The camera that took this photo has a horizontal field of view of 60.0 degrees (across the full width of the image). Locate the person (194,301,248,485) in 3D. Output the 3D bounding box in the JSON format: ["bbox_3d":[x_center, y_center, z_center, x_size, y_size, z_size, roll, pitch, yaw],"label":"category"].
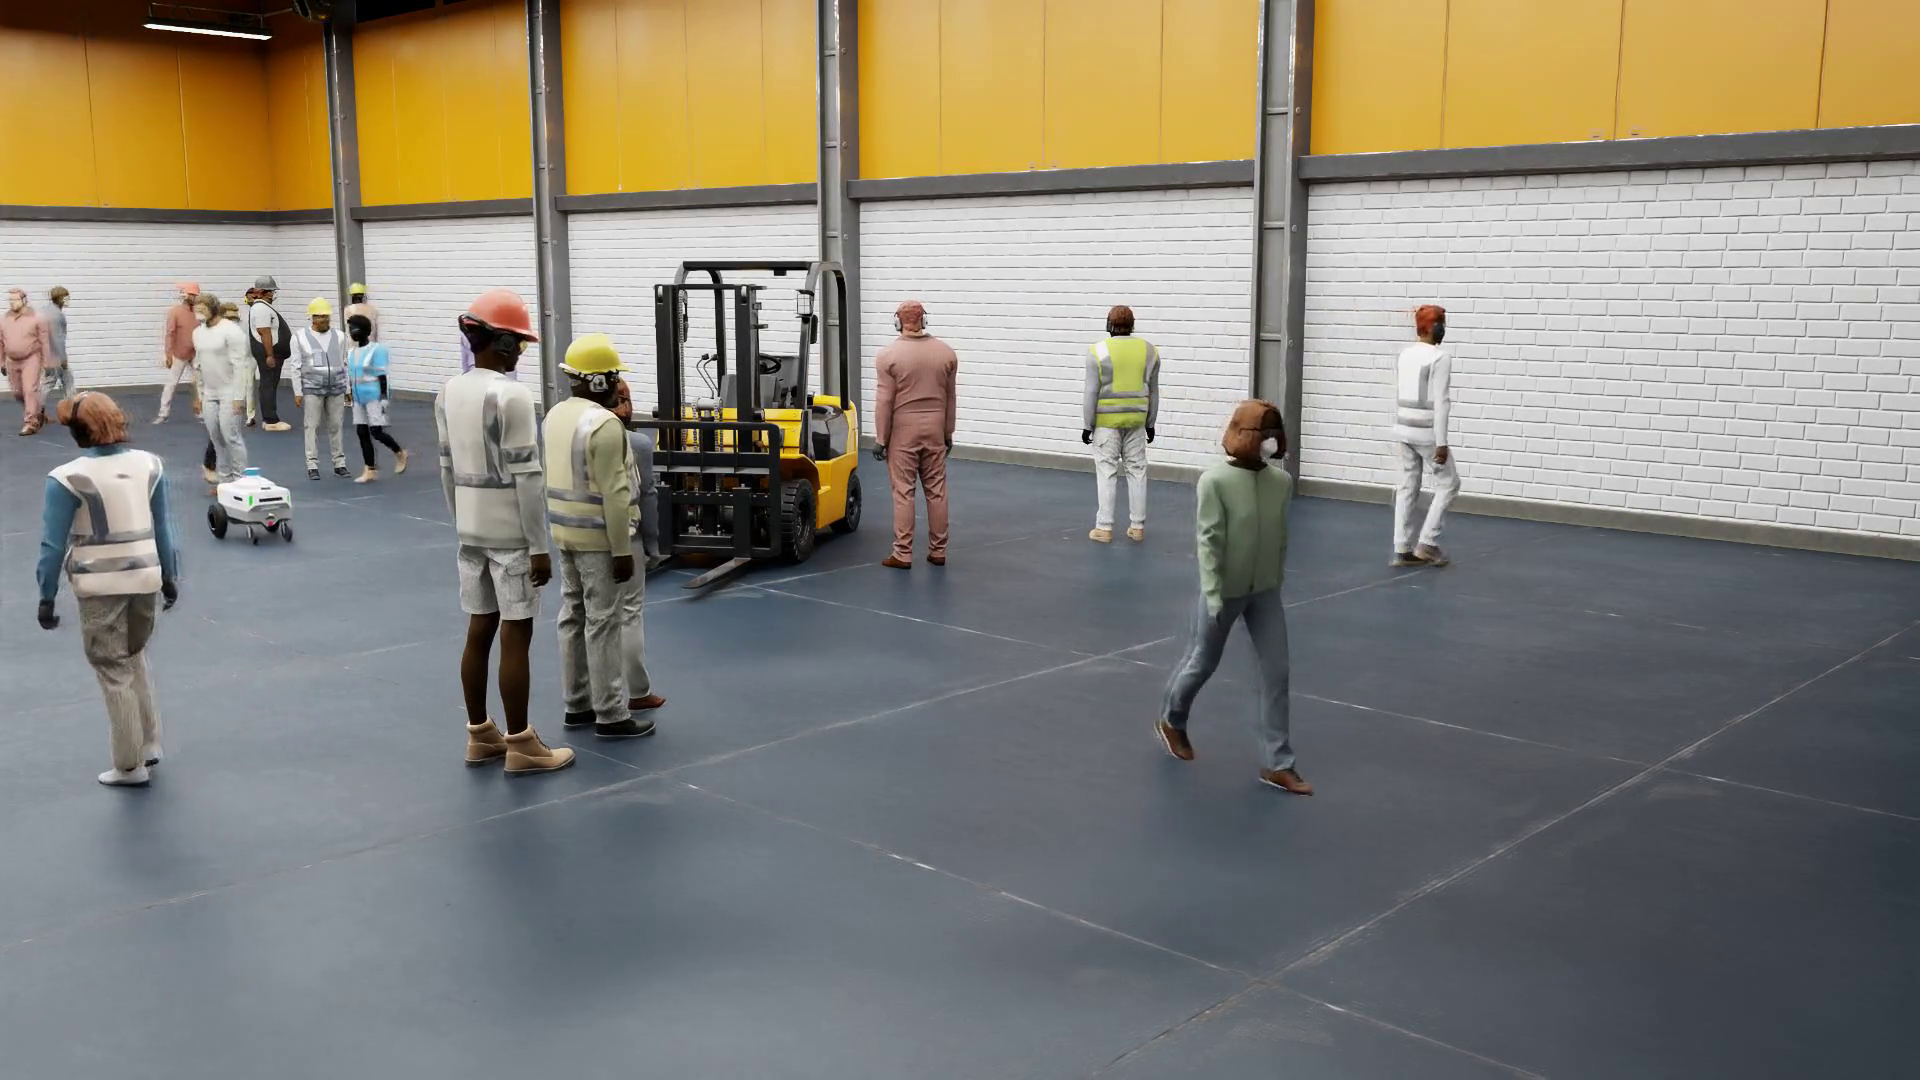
[{"bbox_3d":[-7.071,-1.379,15.972,0.457,1.812,0.533,6,11,33],"label":"person"}]

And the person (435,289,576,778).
[{"bbox_3d":[-1.916,-0.026,6.986,0.606,2.037,0.382,7,12,39],"label":"person"}]

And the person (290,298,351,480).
[{"bbox_3d":[-6.427,-1.524,16.796,0.600,1.829,0.404,-7,12,-38],"label":"person"}]

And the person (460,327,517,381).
[{"bbox_3d":[-4.486,-1.432,16.018,0.643,1.905,0.400,6,11,32],"label":"person"}]

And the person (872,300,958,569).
[{"bbox_3d":[-0.332,-0.743,11.799,0.636,1.902,0.406,-5,11,-28],"label":"person"}]

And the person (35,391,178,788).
[{"bbox_3d":[-3.507,0.205,6.784,0.478,1.623,0.548,4,10,25],"label":"person"}]

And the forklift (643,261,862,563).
[{"bbox_3d":[-1.552,-1.040,12.721,1.214,2.155,2.313,2,9,11],"label":"forklift"}]

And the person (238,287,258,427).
[{"bbox_3d":[-9.450,-2.454,22.376,0.520,1.874,0.327,-3,10,-15],"label":"person"}]

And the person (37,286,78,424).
[{"bbox_3d":[-12.258,-2.509,22.669,0.932,1.883,0.650,-4,10,-25],"label":"person"}]

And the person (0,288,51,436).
[{"bbox_3d":[-12.024,-2.301,21.414,0.653,1.884,0.776,0,9,0],"label":"person"}]

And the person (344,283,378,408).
[{"bbox_3d":[-9.142,-2.933,25.229,0.825,1.892,0.628,6,11,34],"label":"person"}]

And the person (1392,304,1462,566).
[{"bbox_3d":[3.341,-0.733,11.823,0.521,1.865,0.618,-4,10,-22],"label":"person"}]

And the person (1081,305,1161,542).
[{"bbox_3d":[1.237,-0.904,12.962,0.637,1.842,0.429,-3,10,-17],"label":"person"}]

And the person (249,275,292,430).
[{"bbox_3d":[-9.075,-2.470,21.956,0.538,2.000,0.687,-5,10,-26],"label":"person"}]

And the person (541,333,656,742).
[{"bbox_3d":[-1.647,-0.013,7.527,0.404,1.834,0.592,-8,12,-40],"label":"person"}]

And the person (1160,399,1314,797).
[{"bbox_3d":[1.142,0.202,6.922,0.491,1.600,0.829,-4,10,-25],"label":"person"}]

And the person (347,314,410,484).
[{"bbox_3d":[-5.804,-1.401,16.504,0.540,1.679,0.515,5,11,30],"label":"person"}]

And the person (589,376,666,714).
[{"bbox_3d":[-1.669,0.018,7.949,0.499,1.633,0.289,2,10,15],"label":"person"}]

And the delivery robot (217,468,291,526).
[{"bbox_3d":[-5.541,-0.323,13.050,0.477,0.478,0.707,-9,13,-43],"label":"delivery robot"}]

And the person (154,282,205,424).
[{"bbox_3d":[-10.682,-2.548,22.786,0.752,1.949,0.677,4,10,23],"label":"person"}]

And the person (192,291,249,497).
[{"bbox_3d":[-6.814,-1.331,15.359,0.657,1.921,0.393,5,10,26],"label":"person"}]
